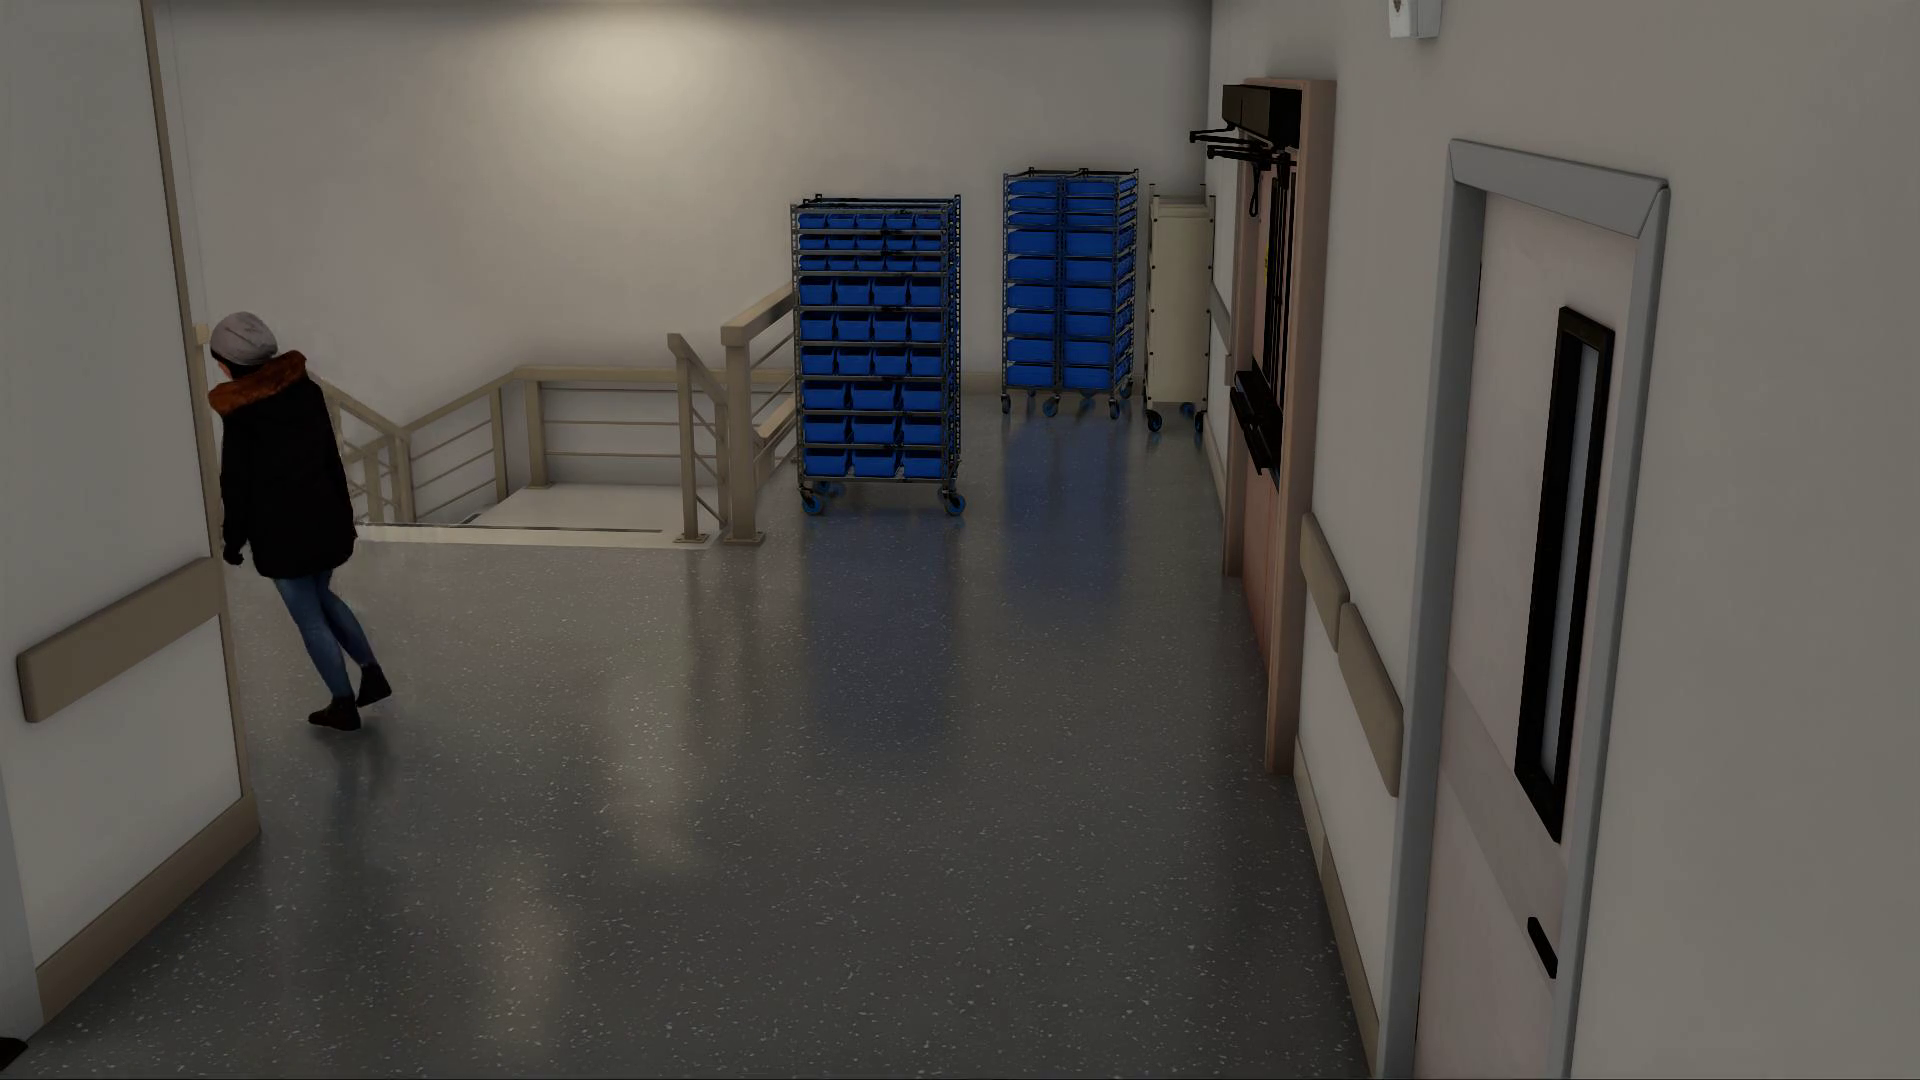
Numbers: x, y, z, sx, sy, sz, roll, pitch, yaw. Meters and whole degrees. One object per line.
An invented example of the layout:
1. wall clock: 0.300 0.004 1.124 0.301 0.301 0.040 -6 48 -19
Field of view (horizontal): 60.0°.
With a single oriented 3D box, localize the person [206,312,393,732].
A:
1. person: -2.387 -0.023 6.103 0.842 1.609 0.735 10 19 32
